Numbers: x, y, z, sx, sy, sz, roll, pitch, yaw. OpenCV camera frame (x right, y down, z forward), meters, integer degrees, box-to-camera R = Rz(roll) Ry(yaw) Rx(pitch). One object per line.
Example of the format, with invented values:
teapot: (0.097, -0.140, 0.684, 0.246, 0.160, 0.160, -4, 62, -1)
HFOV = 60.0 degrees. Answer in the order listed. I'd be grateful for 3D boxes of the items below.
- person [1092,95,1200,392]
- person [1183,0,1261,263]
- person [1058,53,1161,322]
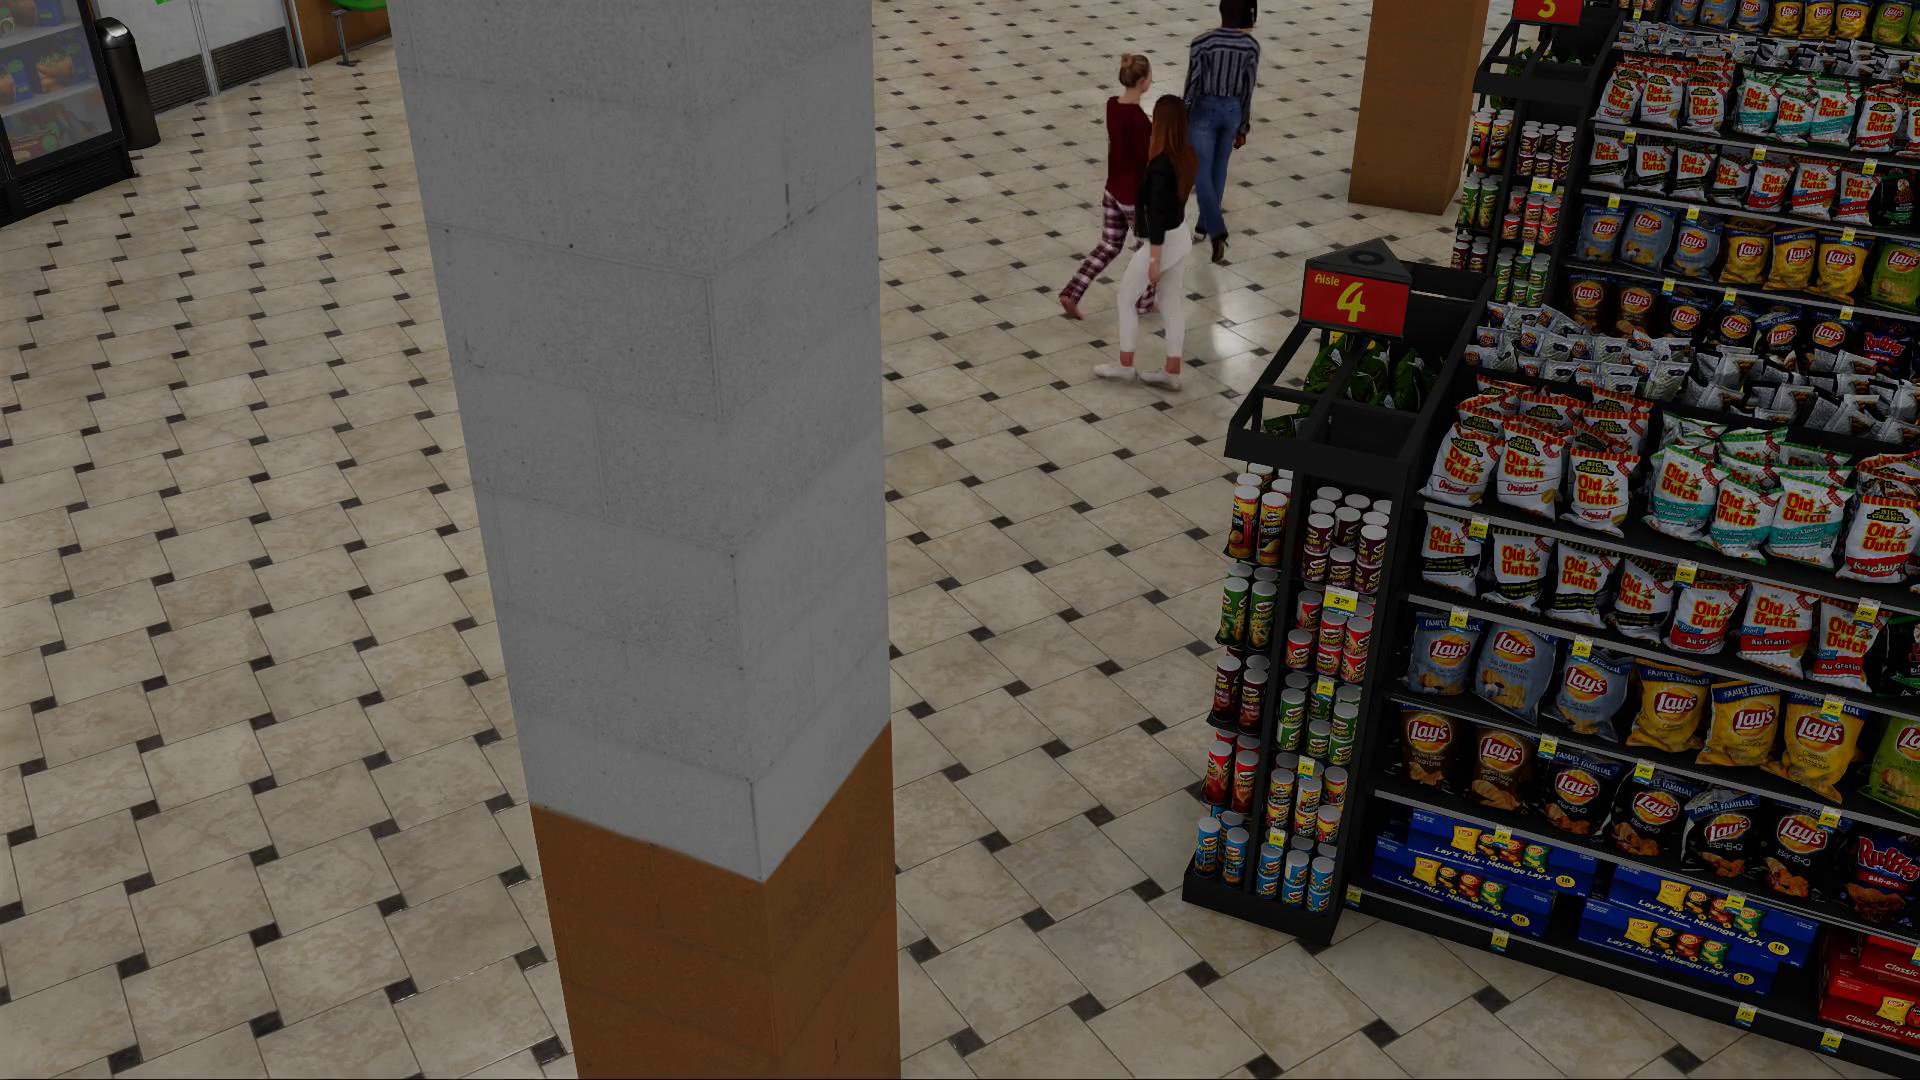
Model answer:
person: (1.208, -1.609, 9.283, 0.798, 1.687, 0.680, 19, 37, 28)
person: (1.705, -2.696, 10.957, 1.110, 1.765, 1.091, -6, 32, -9)
person: (0.953, -2.081, 10.060, 1.027, 1.669, 1.035, -17, 36, -25)
